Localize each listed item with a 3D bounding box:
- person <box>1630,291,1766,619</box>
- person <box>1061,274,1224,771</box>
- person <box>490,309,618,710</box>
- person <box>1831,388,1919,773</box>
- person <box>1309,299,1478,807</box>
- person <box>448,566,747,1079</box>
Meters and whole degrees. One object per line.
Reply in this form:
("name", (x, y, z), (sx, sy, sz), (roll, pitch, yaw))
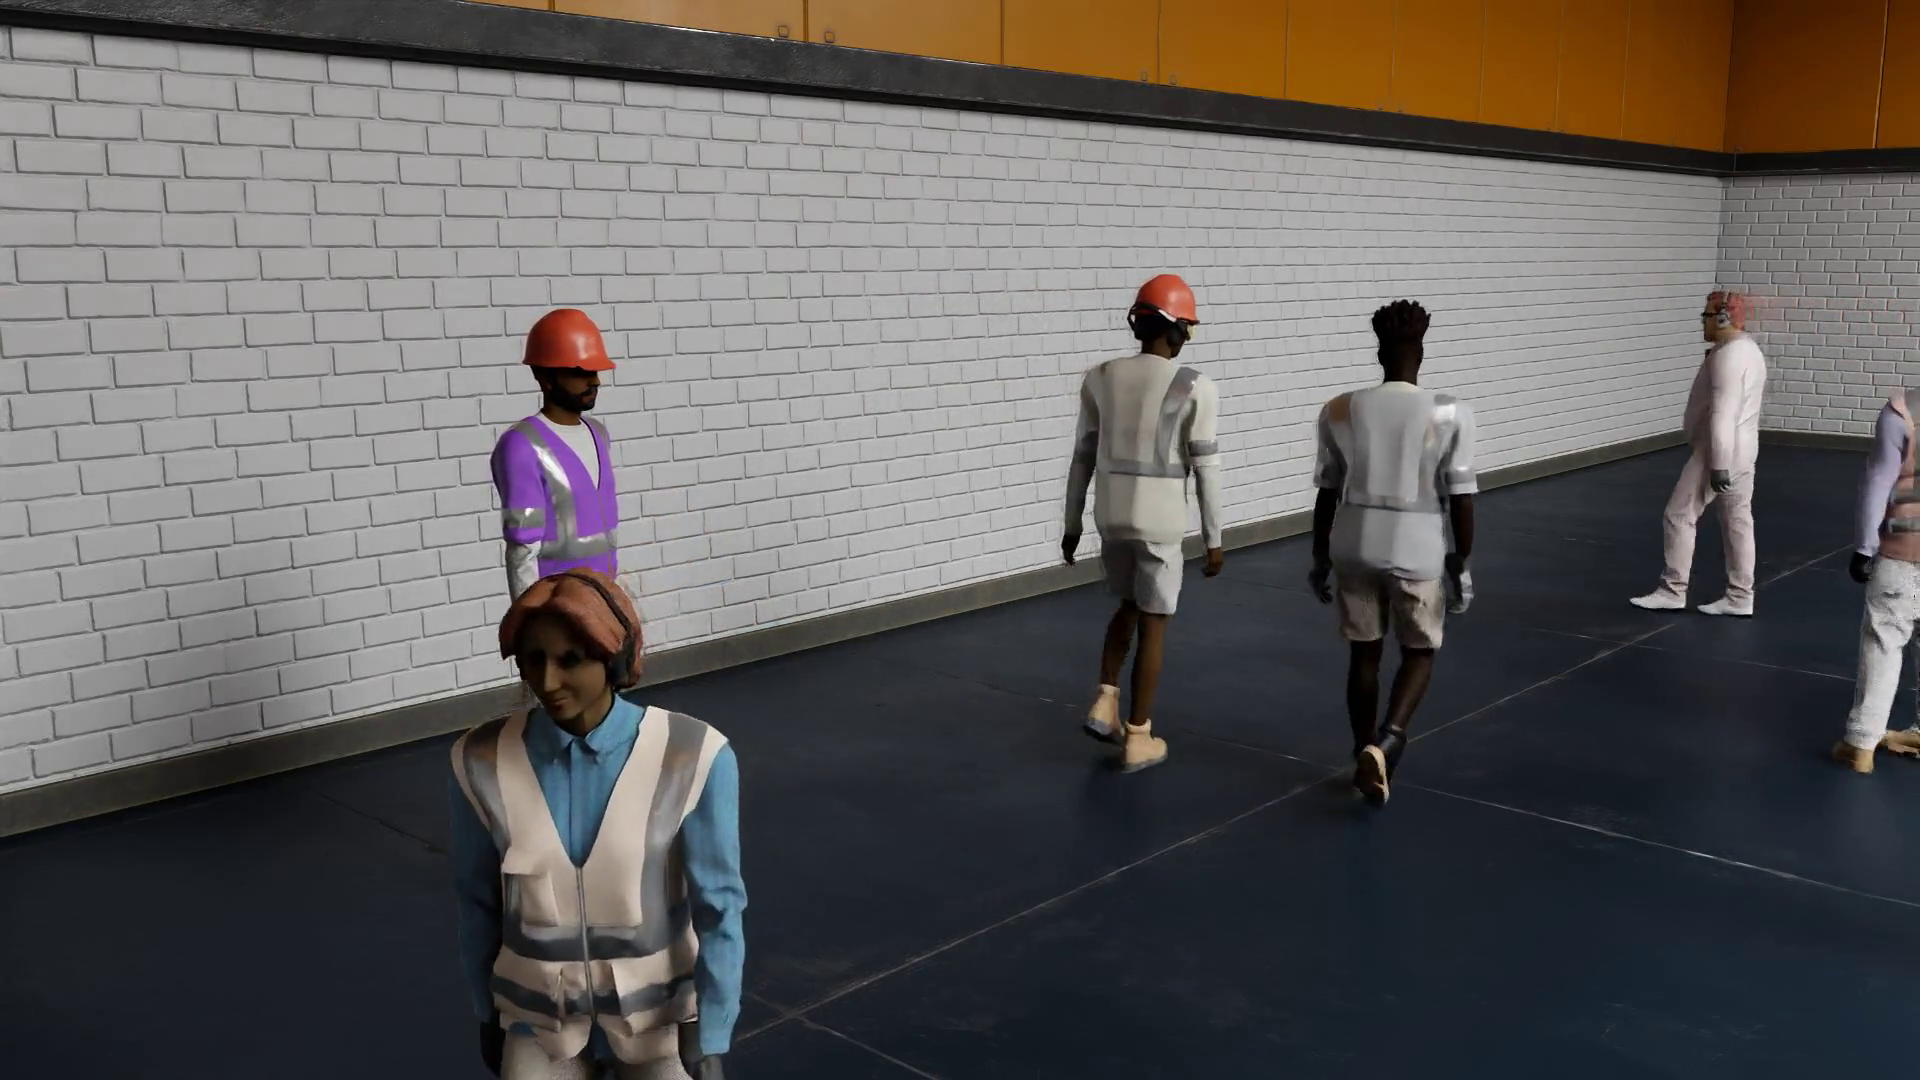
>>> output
("person", (4.294, -0.493, 9.641), (0.789, 1.875, 0.666), (8, 13, 39))
("person", (0.758, -0.067, 6.826), (0.681, 2.017, 0.501), (7, 12, 36))
("person", (-1.241, 0.229, 5.370), (0.361, 1.935, 0.553), (3, 10, 18))
("person", (3.967, 0.055, 6.771), (0.655, 1.801, 0.440), (0, 10, -2))
("person", (1.610, 0.068, 6.284), (0.631, 1.939, 0.572), (5, 11, 27))
("person", (-0.605, 0.855, 2.753), (0.514, 1.607, 0.740), (0, 10, -1))
